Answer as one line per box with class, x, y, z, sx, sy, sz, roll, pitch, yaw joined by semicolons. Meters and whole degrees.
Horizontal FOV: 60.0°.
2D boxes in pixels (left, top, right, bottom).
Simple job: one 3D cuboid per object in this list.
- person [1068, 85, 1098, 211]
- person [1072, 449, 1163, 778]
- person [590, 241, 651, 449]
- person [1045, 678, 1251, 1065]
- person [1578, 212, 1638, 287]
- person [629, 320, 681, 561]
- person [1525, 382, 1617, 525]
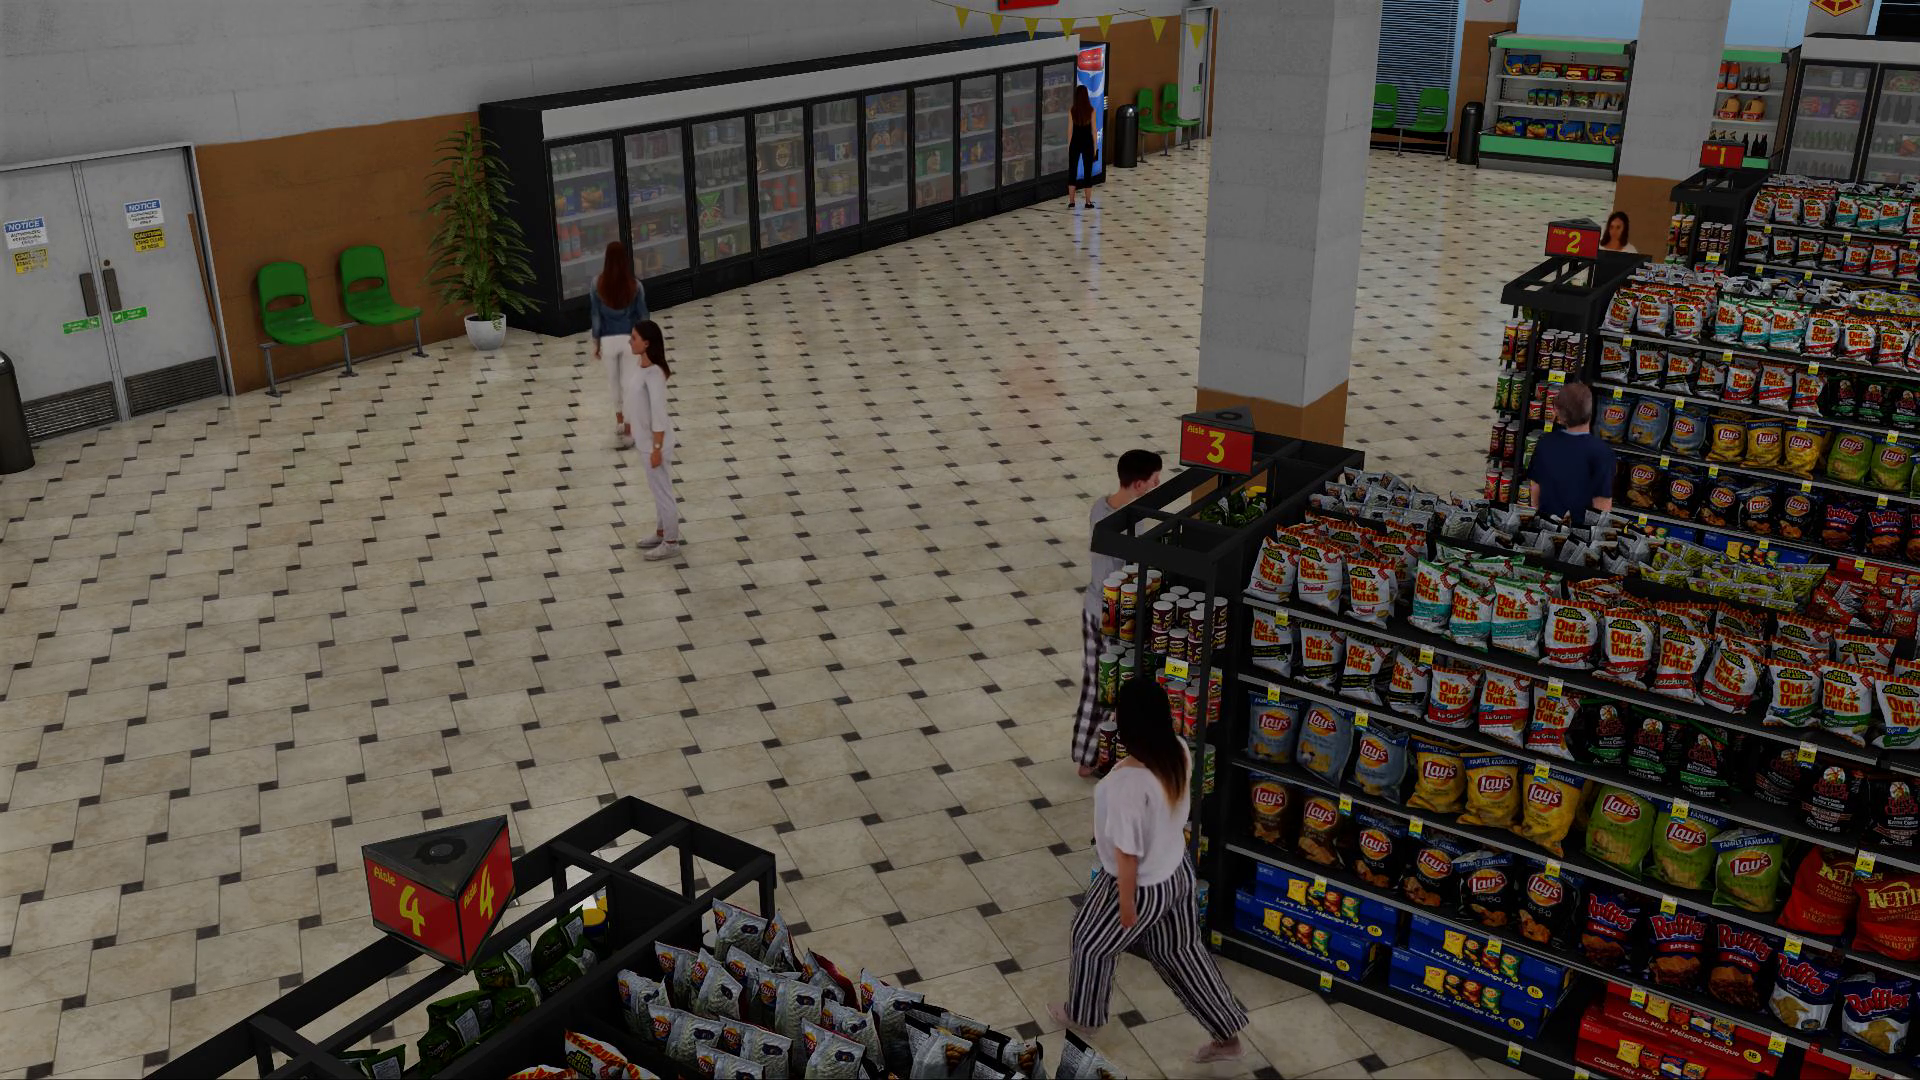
person;1.712;-5.550;23.514;0.573;1.726;0.694;4;22;10
person;0.722;0.418;8.522;0.858;1.830;0.787;-13;25;-29
person;-2.808;-1.578;13.686;0.858;1.683;0.906;0;22;-1
person;0.795;1.344;6.476;1.089;1.636;0.685;16;27;35
person;5.930;-2.180;15.213;0.760;1.662;0.713;18;28;38
person;-2.103;-0.698;11.490;0.749;1.688;0.664;-7;23;-17
person;3.468;0.014;9.474;0.813;1.869;0.647;-9;24;-21
